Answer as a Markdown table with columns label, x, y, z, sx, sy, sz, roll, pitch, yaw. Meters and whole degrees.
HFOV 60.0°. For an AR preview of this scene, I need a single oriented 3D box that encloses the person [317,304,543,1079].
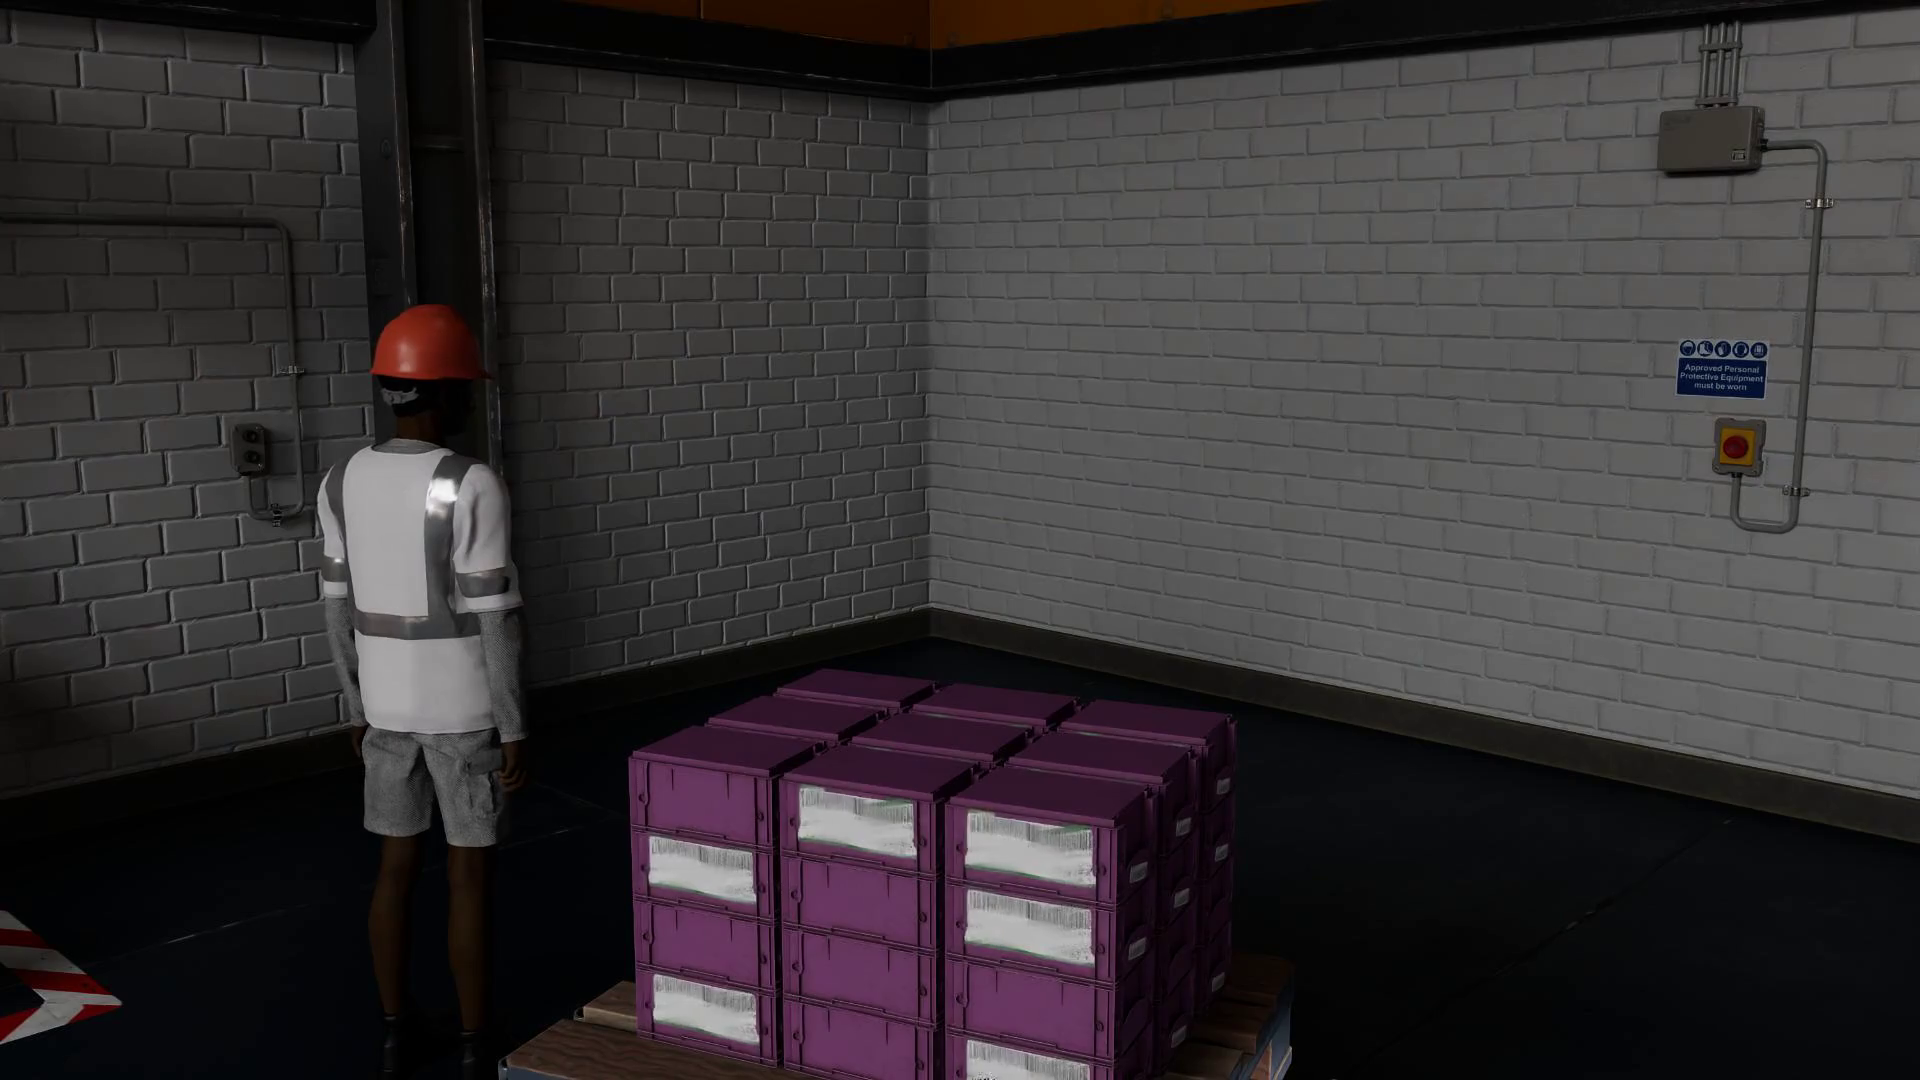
| label | x | y | z | sx | sy | sz | roll | pitch | yaw |
| --- | --- | --- | --- | --- | --- | --- | --- | --- | --- |
| person | -1.272 | 0.398 | 4.085 | 0.553 | 1.935 | 0.361 | 4 | 10 | 24 |
